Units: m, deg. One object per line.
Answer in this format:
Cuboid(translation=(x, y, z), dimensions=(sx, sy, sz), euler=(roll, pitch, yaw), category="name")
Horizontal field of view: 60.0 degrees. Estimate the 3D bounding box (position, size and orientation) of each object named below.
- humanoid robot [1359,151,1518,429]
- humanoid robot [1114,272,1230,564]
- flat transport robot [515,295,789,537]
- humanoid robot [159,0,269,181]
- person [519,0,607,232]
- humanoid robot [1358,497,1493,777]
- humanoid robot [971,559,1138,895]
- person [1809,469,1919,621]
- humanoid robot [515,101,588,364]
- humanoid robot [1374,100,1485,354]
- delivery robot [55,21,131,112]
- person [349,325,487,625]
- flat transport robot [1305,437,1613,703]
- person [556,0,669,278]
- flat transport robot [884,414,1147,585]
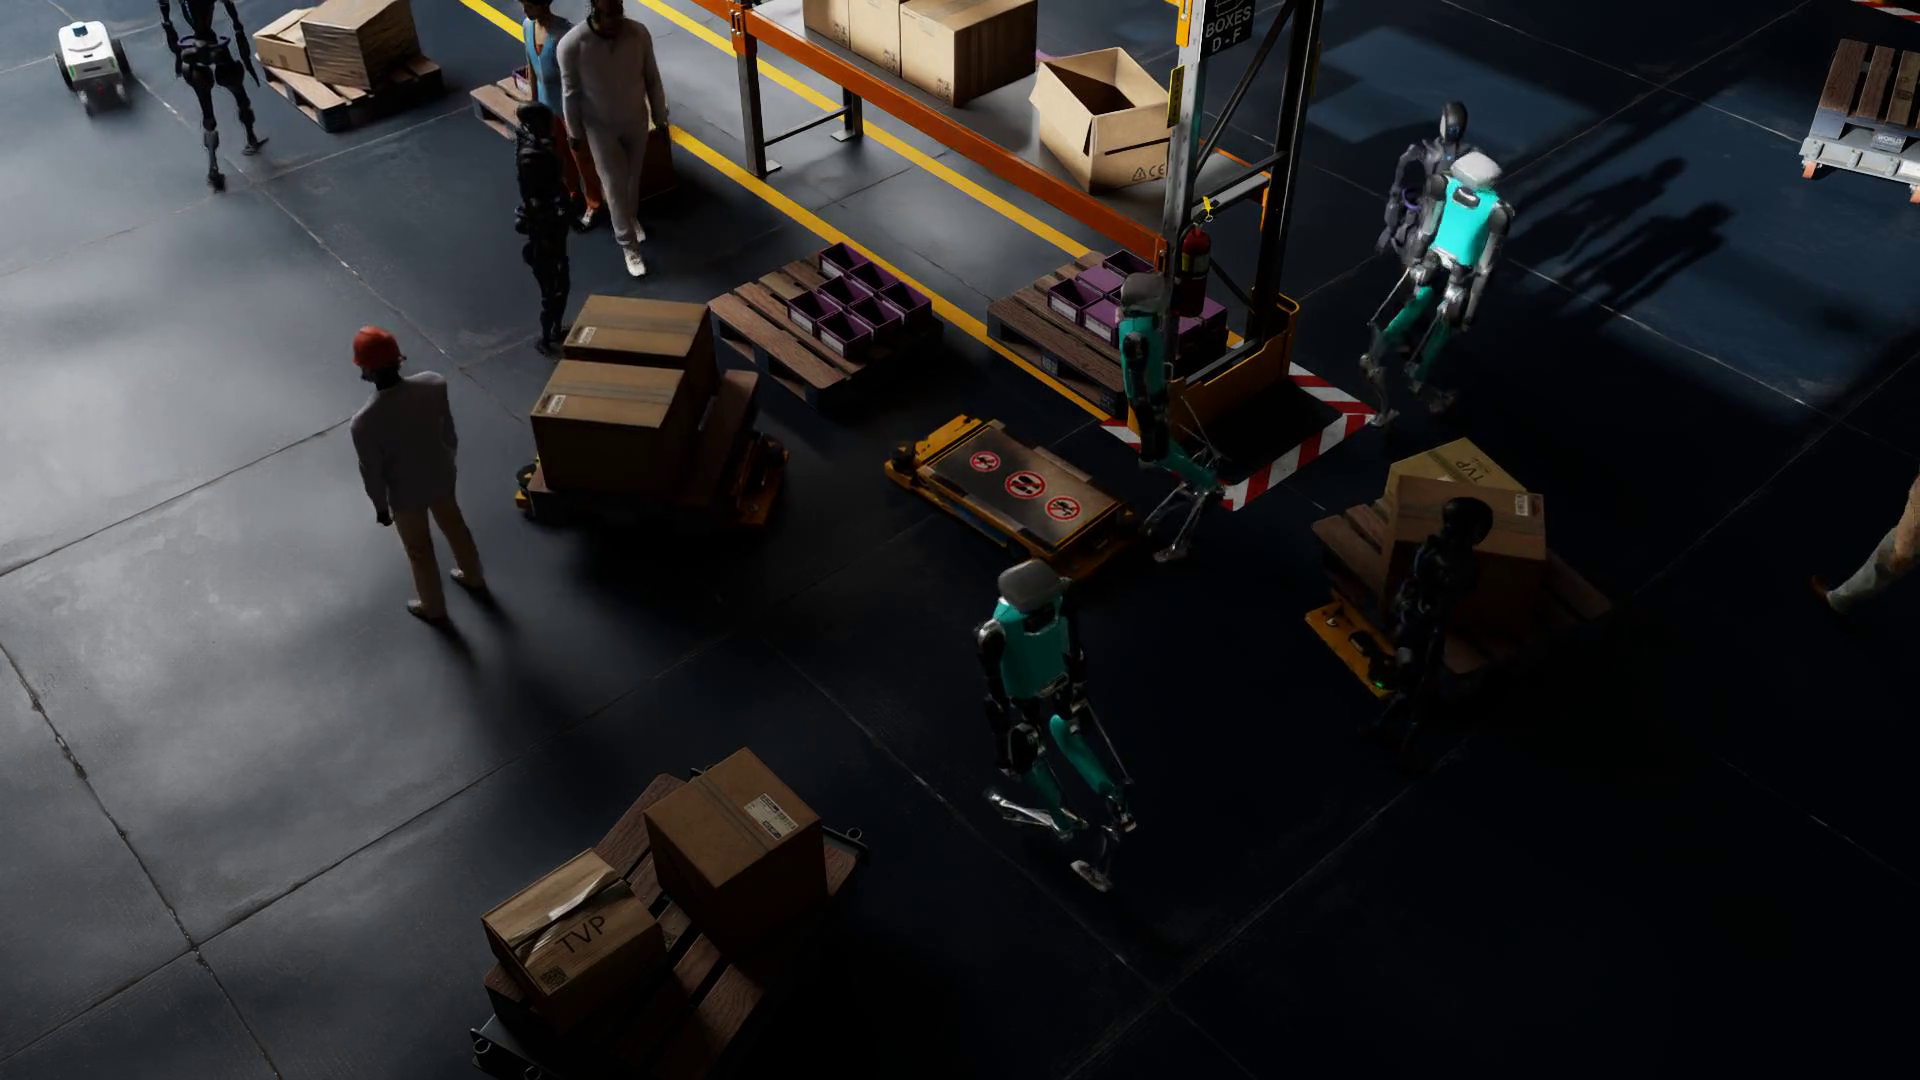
Cuboid(translation=(2.593, -1.288, 9.436), dimensions=(0.940, 1.781, 0.547), euler=(-28, 49, -27), category="humanoid robot")
Cuboid(translation=(1.155, -0.576, 8.644), dimensions=(0.800, 1.776, 0.532), euler=(4, 43, 5), category="humanoid robot")
Cuboid(translation=(-1.752, -0.385, 9.514), dimensions=(1.431, 0.231, 0.659), euler=(6, 43, 6), category="flat transport robot")
Cuboid(translation=(-5.325, -3.364, 11.761), dimensions=(0.600, 1.646, 0.768), euler=(-2, 43, -2), category="humanoid robot")
Cuboid(translation=(-2.695, -2.933, 11.186), dimensions=(0.504, 1.758, 0.344), euler=(23, 47, 23), category="person")
Cuboid(translation=(2.146, 0.416, 7.614), dimensions=(0.405, 1.654, 0.598), euler=(8, 43, 8), category="humanoid robot")
Cuboid(translation=(0.462, 0.902, 7.035), dimensions=(0.543, 1.726, 1.023), euler=(-30, 50, -28), category="humanoid robot")
Cuboid(translation=(4.776, -0.040, 8.015), dimensions=(0.609, 1.812, 1.060), euler=(-2, 43, -2), category="person")
Cuboid(translation=(-2.506, -1.892, 10.119), dimensions=(0.338, 1.646, 0.600), euler=(7, 43, 7), category="humanoid robot")
Cuboid(translation=(2.856, -1.951, 10.187), dimensions=(0.588, 1.636, 0.566), euler=(-1, 43, -1), category="humanoid robot")
Cuboid(translation=(-6.768, -3.738, 12.952), dimensions=(0.499, 0.598, 0.791), euler=(-19, 46, -20), category="delivery robot")
Cuboid(translation=(-2.749, -0.327, 8.367), dimensions=(0.378, 1.739, 0.563), euler=(27, 49, 26), category="person")
Cuboid(translation=(2.595, 0.346, 8.719), dimensions=(1.431, 0.231, 0.659), euler=(-19, 46, -20), category="flat transport robot")
Cuboid(translation=(-2.173, -2.657, 10.800), dimensions=(0.651, 1.867, 0.891), euler=(-23, 47, -23), category="person")
Cuboid(translation=(0.301, -0.261, 9.379), dimensions=(1.431, 0.231, 0.659), euler=(33, 52, 31), category="flat transport robot")
